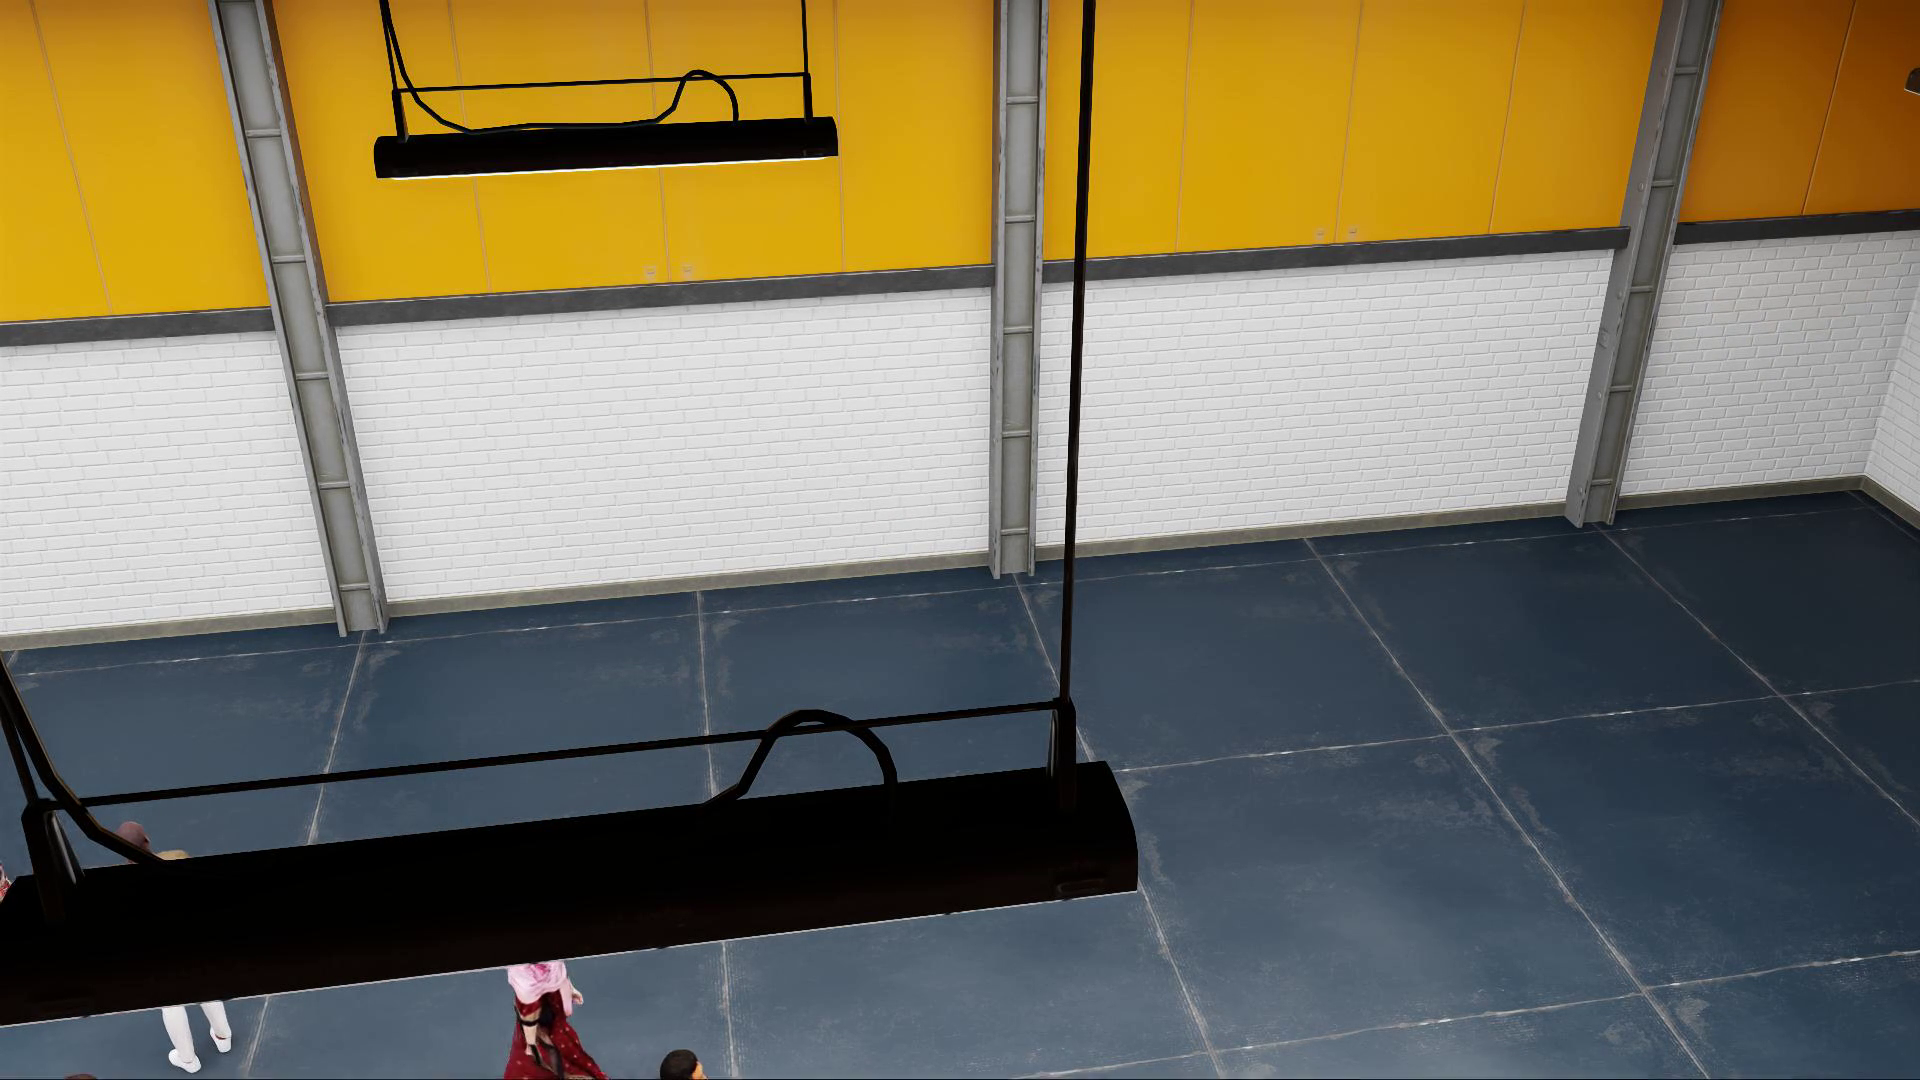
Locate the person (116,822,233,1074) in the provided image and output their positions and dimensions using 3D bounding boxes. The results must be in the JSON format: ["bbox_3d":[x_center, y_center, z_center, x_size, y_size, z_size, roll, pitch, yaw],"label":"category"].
[{"bbox_3d":[-4.814,2.472,10.122,0.859,1.824,0.759,24,37,36],"label":"person"}]

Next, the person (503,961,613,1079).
[{"bbox_3d":[-2.512,2.806,9.728,1.085,1.615,0.677,-3,29,-5],"label":"person"}]
